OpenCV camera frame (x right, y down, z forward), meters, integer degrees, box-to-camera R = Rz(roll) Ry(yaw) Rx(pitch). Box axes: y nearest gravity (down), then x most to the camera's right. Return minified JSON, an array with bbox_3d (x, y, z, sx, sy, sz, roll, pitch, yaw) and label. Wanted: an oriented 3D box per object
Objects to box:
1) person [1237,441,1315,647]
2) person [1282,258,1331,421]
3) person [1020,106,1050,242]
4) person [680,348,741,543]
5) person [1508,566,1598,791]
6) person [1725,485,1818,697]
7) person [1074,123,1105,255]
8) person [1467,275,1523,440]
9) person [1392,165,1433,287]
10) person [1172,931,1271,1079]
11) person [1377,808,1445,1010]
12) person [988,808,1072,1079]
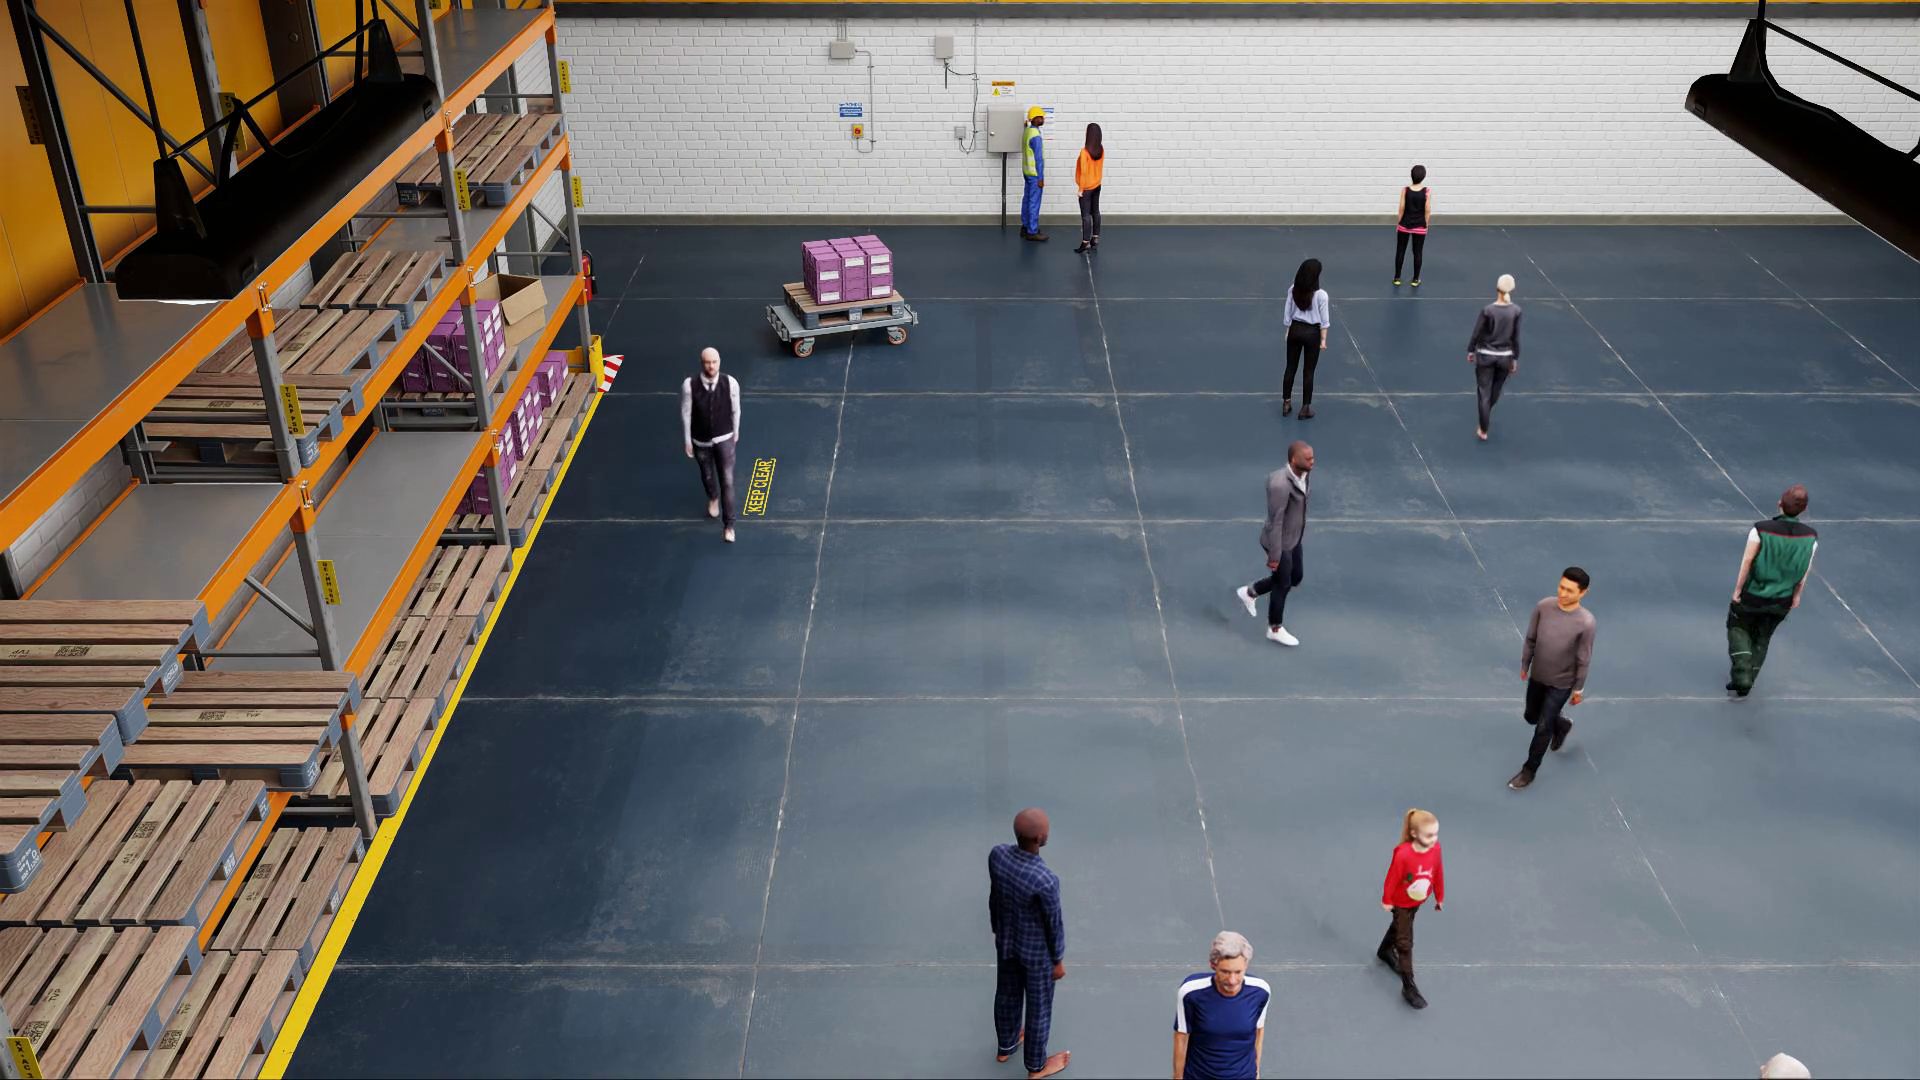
[{"bbox_3d":[2.554,-0.007,13.571,1.036,1.799,0.991,18,34,30],"label":"person"},{"bbox_3d":[3.617,-2.125,17.513,0.737,1.743,0.751,18,33,30],"label":"person"},{"bbox_3d":[1.011,-5.033,22.772,0.782,1.812,0.593,-7,29,-13],"label":"person"},{"bbox_3d":[-2.285,-0.929,15.288,0.816,1.775,1.265,-4,29,-8],"label":"person"},{"bbox_3d":[4.281,0.951,11.860,1.044,1.757,1.023,5,29,10],"label":"person"},{"bbox_3d":[6.175,0.436,12.726,0.731,1.831,0.798,6,29,11],"label":"person"},{"bbox_3d":[1.743,-4.720,22.265,0.770,1.748,0.687,21,35,33],"label":"person"},{"bbox_3d":[5.493,-1.848,17.063,0.703,1.689,1.060,3,29,5],"label":"person"},{"bbox_3d":[5.760,-4.013,21.173,0.605,1.552,0.605,9,30,16],"label":"person"},{"bbox_3d":[1.314,2.724,8.524,0.661,1.839,0.597,-4,29,-7],"label":"person"},{"bbox_3d":[2.702,2.155,10.170,0.722,1.261,0.877,-13,31,-23],"label":"person"},{"bbox_3d":[0.376,2.268,9.379,0.762,1.820,0.813,23,36,36],"label":"person"}]
